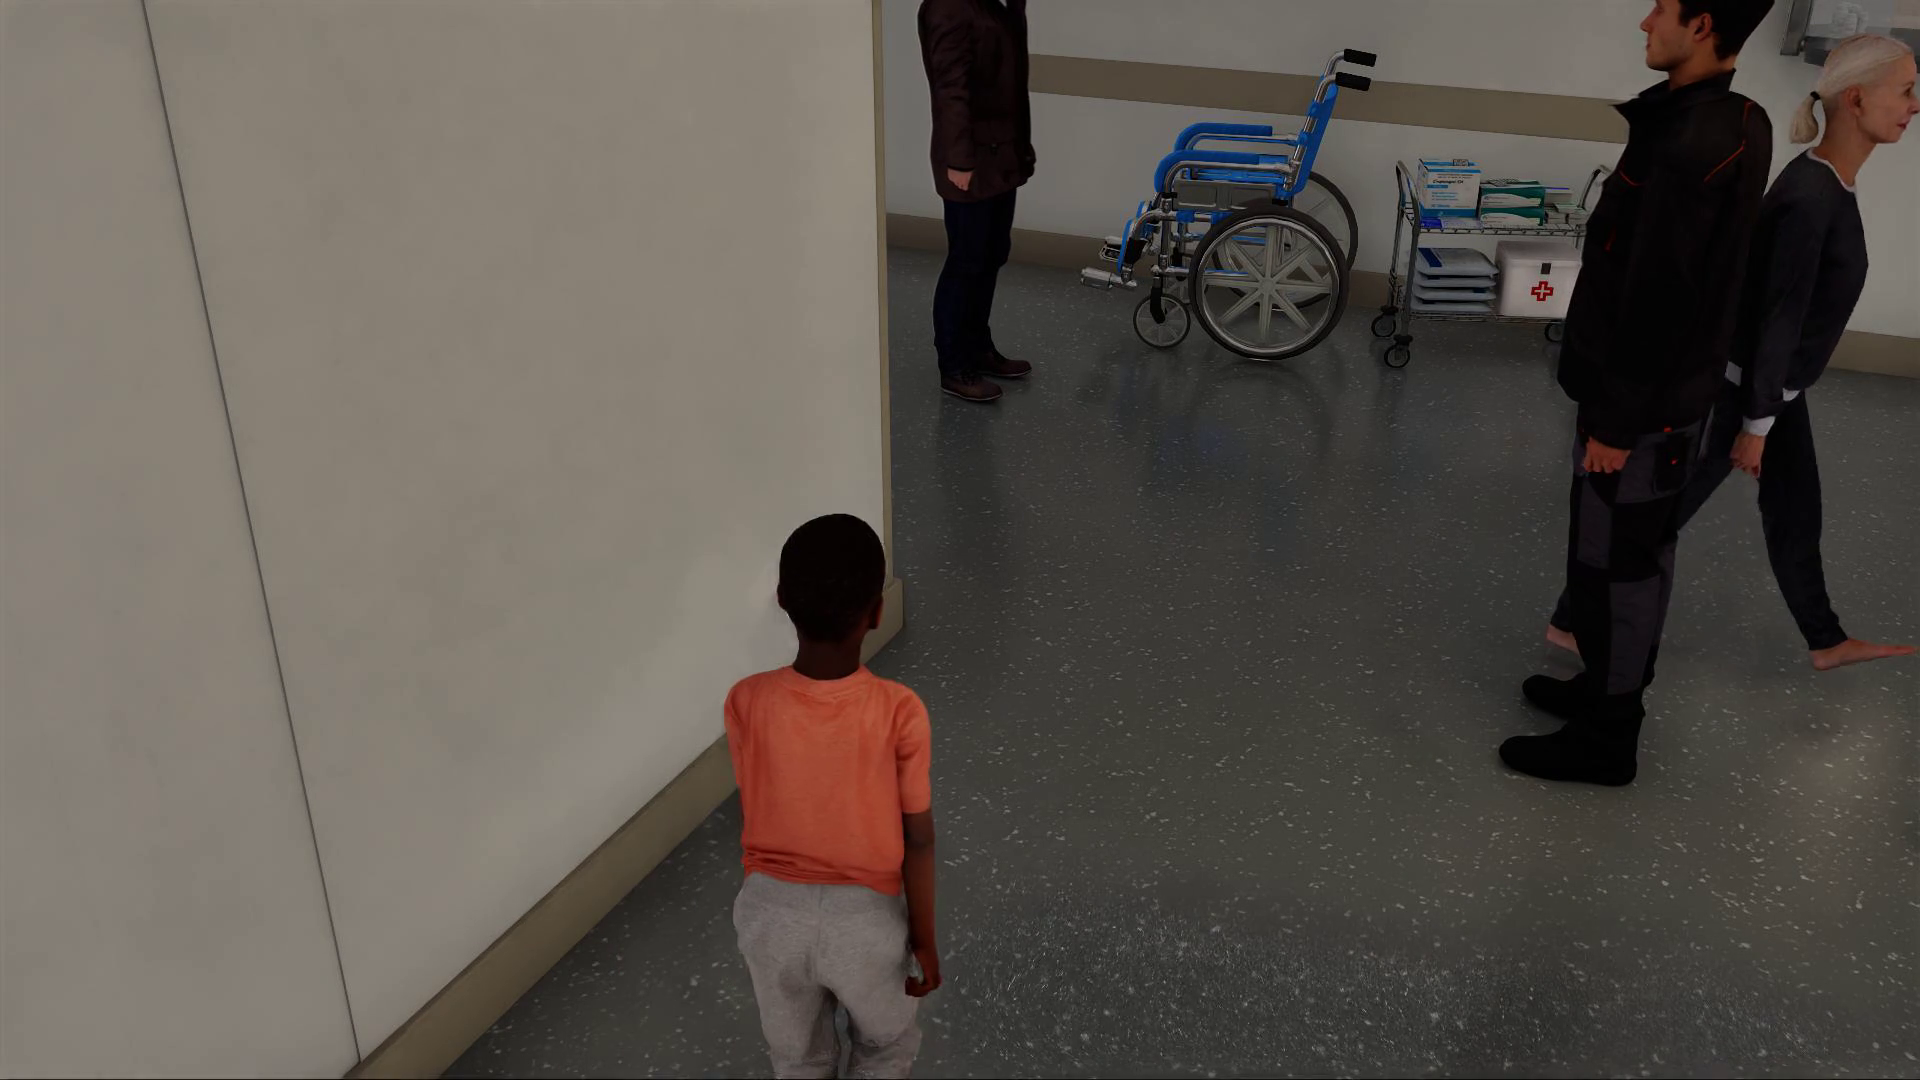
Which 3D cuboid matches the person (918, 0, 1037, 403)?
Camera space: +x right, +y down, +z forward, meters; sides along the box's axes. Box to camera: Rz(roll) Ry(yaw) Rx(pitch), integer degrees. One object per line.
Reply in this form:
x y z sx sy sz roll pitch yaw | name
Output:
0.072 -1.459 6.203 0.796 1.847 0.581 12 28 23 | person

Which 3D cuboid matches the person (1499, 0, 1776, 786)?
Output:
1.574 -0.351 3.793 0.770 1.946 0.542 14 29 27 | person

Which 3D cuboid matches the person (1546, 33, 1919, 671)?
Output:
1.912 -0.395 4.205 0.757 1.666 1.063 14 29 27 | person

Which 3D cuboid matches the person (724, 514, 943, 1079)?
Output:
-0.223 0.618 2.535 0.578 1.291 0.677 3 26 6 | person
